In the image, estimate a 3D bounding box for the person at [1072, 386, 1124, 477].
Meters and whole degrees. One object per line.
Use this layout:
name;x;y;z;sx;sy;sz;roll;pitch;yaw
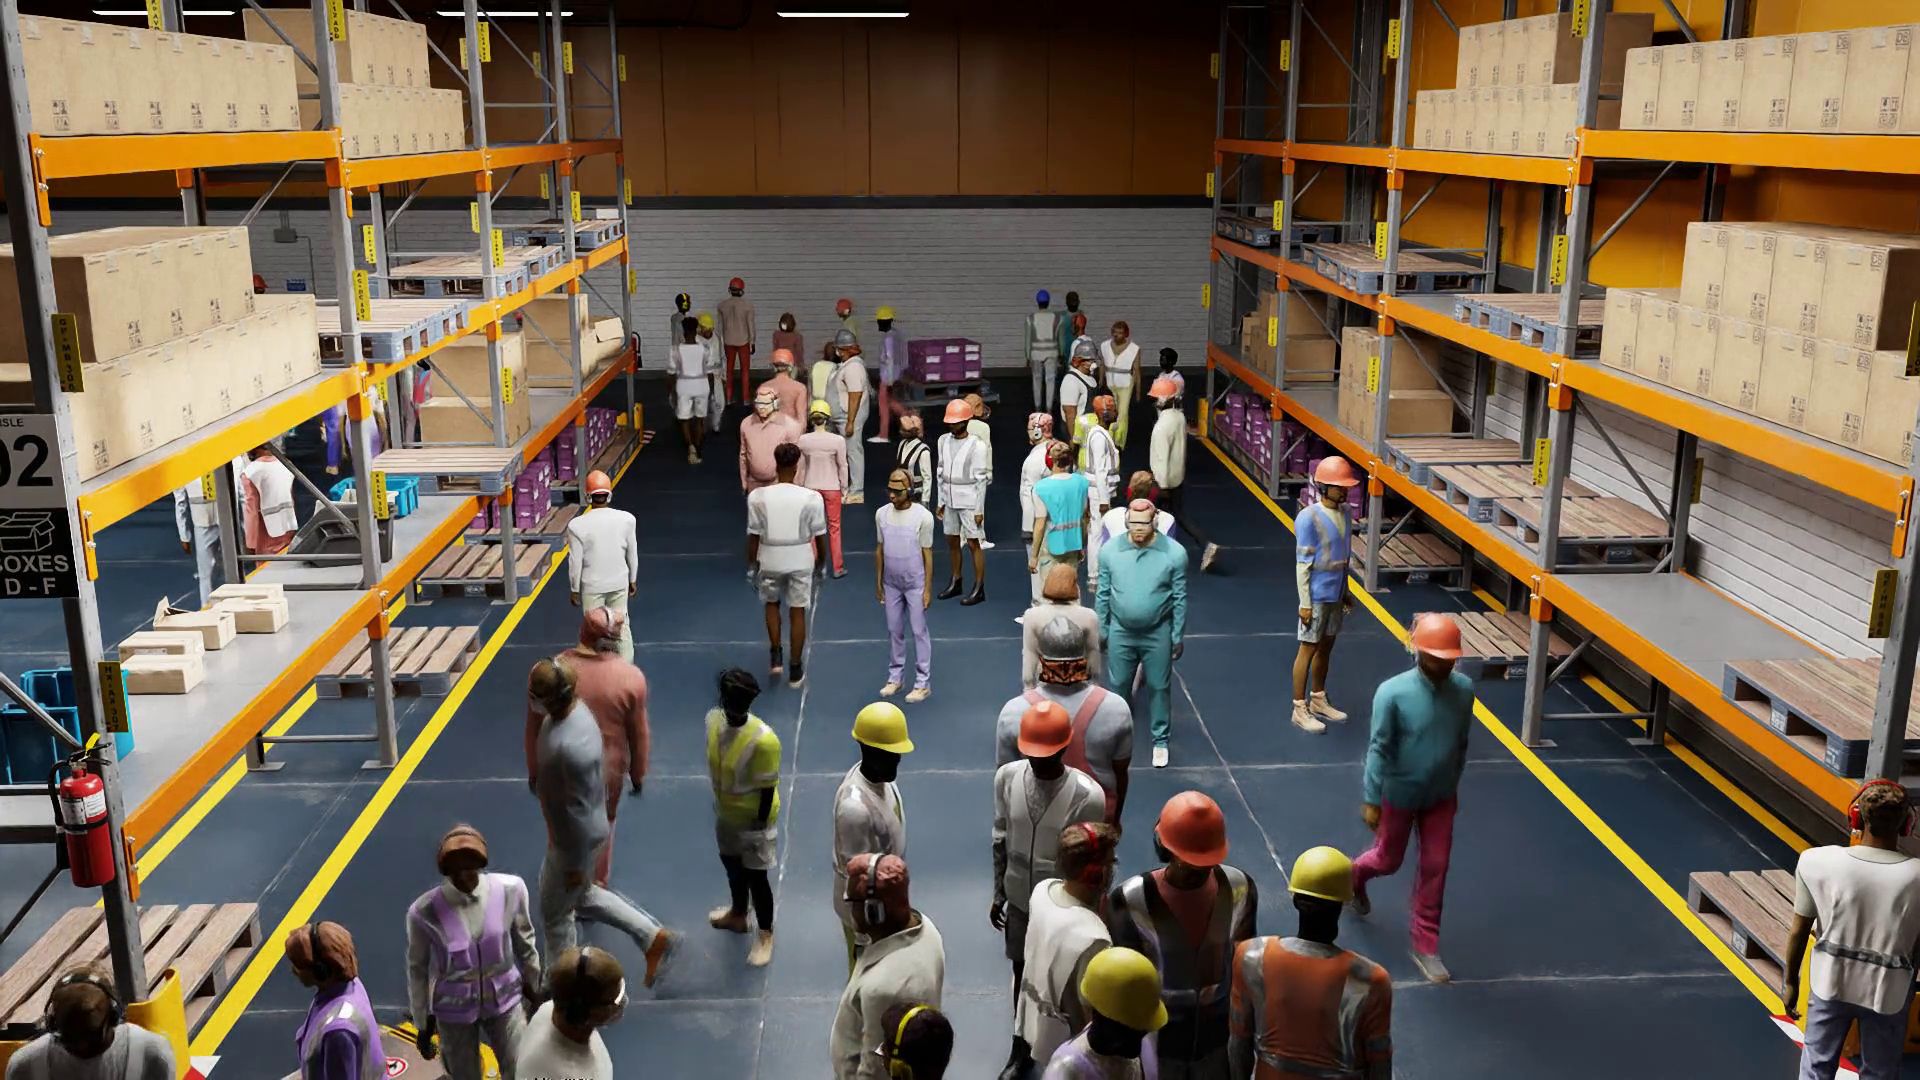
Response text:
person;1.447;-0.787;17.518;0.551;1.678;0.350;0;14;-1

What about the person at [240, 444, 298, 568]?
person;-5.860;-0.047;14.176;0.405;1.909;0.597;3;15;13

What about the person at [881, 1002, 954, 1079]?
person;-0.106;2.301;5.075;0.357;1.854;0.593;11;18;36

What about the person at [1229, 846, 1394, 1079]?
person;1.261;2.025;6.017;0.585;1.916;0.387;7;16;25

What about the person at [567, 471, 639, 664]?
person;-2.797;0.321;13.032;0.573;1.750;0.330;-9;17;-32

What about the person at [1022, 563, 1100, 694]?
person;0.663;0.940;10.955;0.506;1.599;0.794;1;14;5

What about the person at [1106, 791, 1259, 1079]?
person;0.846;1.895;6.307;0.611;2.032;0.411;-4;15;-15

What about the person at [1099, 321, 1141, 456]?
person;2.167;-2.042;22.209;0.593;1.813;0.649;8;16;28

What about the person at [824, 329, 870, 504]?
person;-1.323;-1.450;19.410;0.535;2.000;0.686;0;14;-1

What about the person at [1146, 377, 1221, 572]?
person;2.111;-0.622;16.319;0.858;1.965;0.623;9;17;33

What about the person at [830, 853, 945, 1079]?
person;-0.269;2.032;6.045;0.401;1.895;0.653;2;14;9

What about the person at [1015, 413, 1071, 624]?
person;0.722;-0.188;14.745;0.399;1.900;0.644;8;17;30

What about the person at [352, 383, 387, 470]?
person;-7.572;-1.869;21.173;0.620;1.986;0.409;3;15;13

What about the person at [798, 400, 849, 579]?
person;-1.339;-0.486;16.188;0.522;1.763;0.320;1;14;5

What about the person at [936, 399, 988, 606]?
person;-0.004;-0.345;15.319;0.542;1.929;0.396;12;19;39

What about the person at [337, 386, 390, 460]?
person;-6.591;-1.076;18.371;0.541;1.826;0.578;-1;14;-5

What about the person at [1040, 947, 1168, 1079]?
person;0.481;2.185;5.406;0.397;1.913;0.588;11;18;36

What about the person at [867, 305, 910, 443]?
person;-0.942;-2.277;22.909;0.623;1.914;0.599;1;14;6

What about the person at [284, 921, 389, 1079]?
person;-2.243;2.151;6.098;0.318;1.631;0.524;-6;15;-21

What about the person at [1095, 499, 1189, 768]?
person;1.246;0.639;11.501;0.647;1.899;0.399;4;15;15

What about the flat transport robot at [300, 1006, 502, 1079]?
flat transport robot;-2.704;2.521;7.353;0.652;0.197;1.431;9;17;33

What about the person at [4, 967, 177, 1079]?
person;-2.899;2.203;5.621;0.552;1.781;0.971;-6;16;-24

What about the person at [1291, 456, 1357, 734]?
person;2.687;0.389;12.187;0.605;2.045;0.377;-14;20;-43

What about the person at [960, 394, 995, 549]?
person;0.131;-0.713;17.327;0.499;1.634;0.279;10;17;34

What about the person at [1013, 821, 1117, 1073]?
person;0.430;1.978;6.399;0.386;1.836;0.648;-5;15;-20

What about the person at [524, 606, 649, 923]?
person;-2.048;1.246;9.179;0.670;1.861;0.490;-3;15;-13

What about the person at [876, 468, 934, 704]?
person;-0.428;0.345;12.784;0.501;1.839;0.341;7;16;26

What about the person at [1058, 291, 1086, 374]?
person;1.696;-2.934;25.670;0.525;1.832;0.628;-7;16;-27

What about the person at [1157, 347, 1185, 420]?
person;2.557;-1.516;20.373;0.318;1.689;0.529;-5;15;-20

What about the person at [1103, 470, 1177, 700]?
person;1.345;0.372;12.748;0.611;1.806;0.903;6;15;22

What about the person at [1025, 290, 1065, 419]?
person;1.270;-2.780;24.920;0.602;1.909;0.950;0;14;1

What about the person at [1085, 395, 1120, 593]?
person;1.352;-0.434;15.737;0.356;1.884;0.574;1;14;3

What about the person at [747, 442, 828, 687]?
person;-1.364;0.183;13.208;0.635;1.933;0.596;0;14;-1

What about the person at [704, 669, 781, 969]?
person;-1.187;1.430;8.856;0.696;1.666;0.379;14;20;43

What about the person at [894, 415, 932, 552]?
person;-0.448;-0.402;16.100;0.312;1.636;0.520;-9;17;-32

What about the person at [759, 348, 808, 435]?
person;-1.923;-1.148;18.432;0.631;1.926;1.057;4;15;16

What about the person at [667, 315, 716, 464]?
person;-3.448;-1.915;21.431;0.612;1.943;0.739;-4;15;-14

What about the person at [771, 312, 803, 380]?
person;-2.530;-2.572;24.642;0.525;1.617;0.491;7;16;26

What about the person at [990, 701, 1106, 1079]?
person;0.380;1.634;7.534;0.544;1.929;0.387;8;16;27

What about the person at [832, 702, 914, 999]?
person;-0.381;1.641;7.510;0.379;1.922;0.592;2;14;7

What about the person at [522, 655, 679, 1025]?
person;-1.866;1.462;8.254;0.833;1.912;0.647;-5;15;-18

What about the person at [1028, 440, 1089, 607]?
person;0.826;0.092;13.747;0.570;1.843;0.372;-10;18;-35

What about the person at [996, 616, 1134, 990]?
person;0.513;1.354;8.404;0.682;2.000;0.535;-1;14;-3

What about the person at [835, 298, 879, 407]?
person;-1.669;-2.860;25.592;0.805;1.717;0.558;-6;15;-22

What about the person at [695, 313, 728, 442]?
person;-3.484;-2.241;22.985;0.665;1.807;0.495;-10;17;-34

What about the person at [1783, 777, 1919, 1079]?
person;3.670;1.867;6.802;0.560;1.836;0.393;9;17;30

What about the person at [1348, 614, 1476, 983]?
person;2.367;1.282;8.839;0.631;1.967;0.827;-4;15;-16

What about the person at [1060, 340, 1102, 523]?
person;1.385;-1.212;18.477;0.535;2.000;0.681;6;16;23

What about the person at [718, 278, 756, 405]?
person;-3.478;-3.102;26.010;0.619;1.985;0.406;3;15;13

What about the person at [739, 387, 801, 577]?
person;-1.856;-0.549;16.175;0.642;1.898;0.395;4;15;17

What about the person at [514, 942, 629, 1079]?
person;-1.315;2.184;5.471;1.005;1.881;0.649;-2;14;-8

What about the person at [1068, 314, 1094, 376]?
person;1.596;-2.068;22.168;0.363;1.877;0.584;6;16;23

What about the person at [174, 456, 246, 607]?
person;-6.458;-0.105;14.412;0.597;1.907;0.405;-10;17;-34

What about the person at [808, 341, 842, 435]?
person;-1.614;-1.475;19.952;0.658;1.821;0.631;13;19;42

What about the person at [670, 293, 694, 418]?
person;-4.146;-2.756;24.904;0.332;1.864;0.517;-10;17;-33

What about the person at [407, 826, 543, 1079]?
person;-1.966;1.967;6.831;0.544;1.621;0.494;-7;16;-26
